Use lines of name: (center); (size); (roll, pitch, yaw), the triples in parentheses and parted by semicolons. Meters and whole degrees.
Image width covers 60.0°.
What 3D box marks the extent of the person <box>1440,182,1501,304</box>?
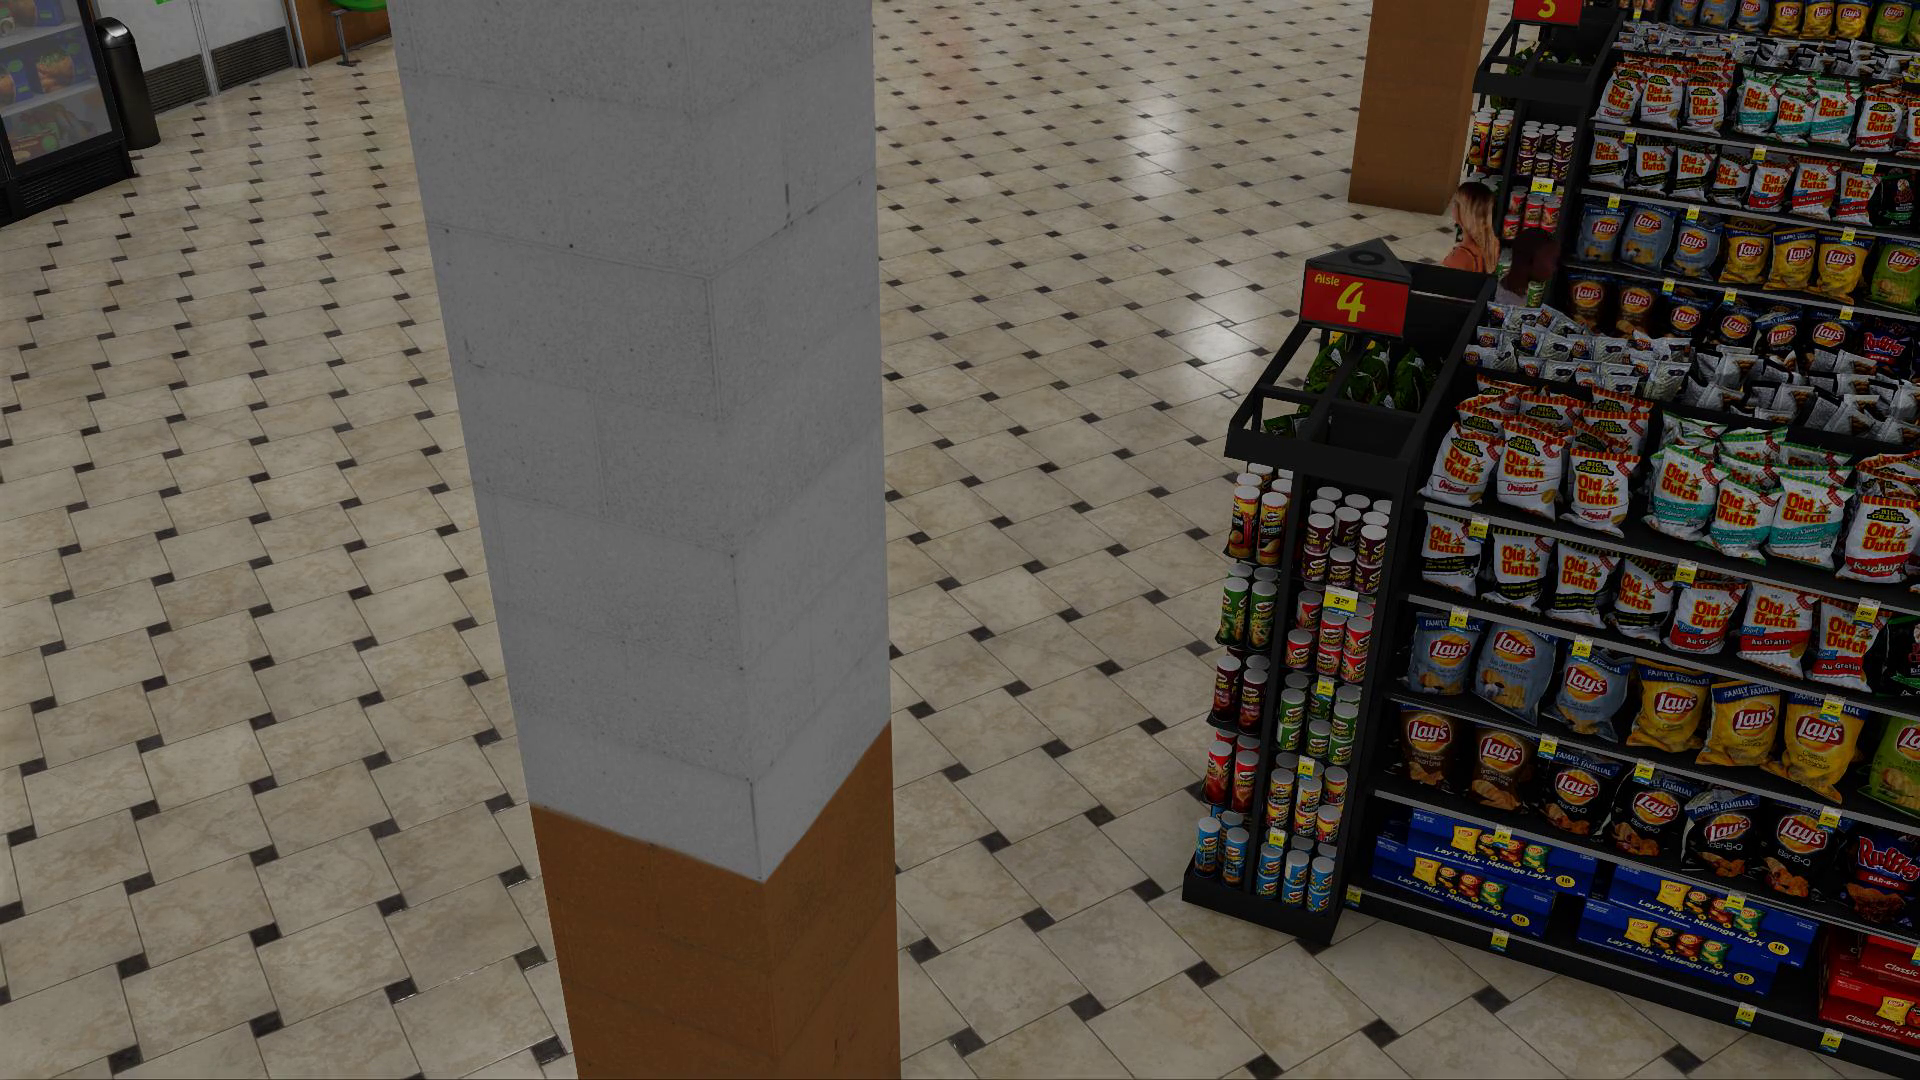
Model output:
person: (2.569, -0.968, 8.325); (0.927, 1.611, 0.753); (28, 41, 37)

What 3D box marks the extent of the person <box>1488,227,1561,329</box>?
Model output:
person: (2.267, -0.616, 7.679); (1.239, 1.696, 0.675); (14, 34, 21)
